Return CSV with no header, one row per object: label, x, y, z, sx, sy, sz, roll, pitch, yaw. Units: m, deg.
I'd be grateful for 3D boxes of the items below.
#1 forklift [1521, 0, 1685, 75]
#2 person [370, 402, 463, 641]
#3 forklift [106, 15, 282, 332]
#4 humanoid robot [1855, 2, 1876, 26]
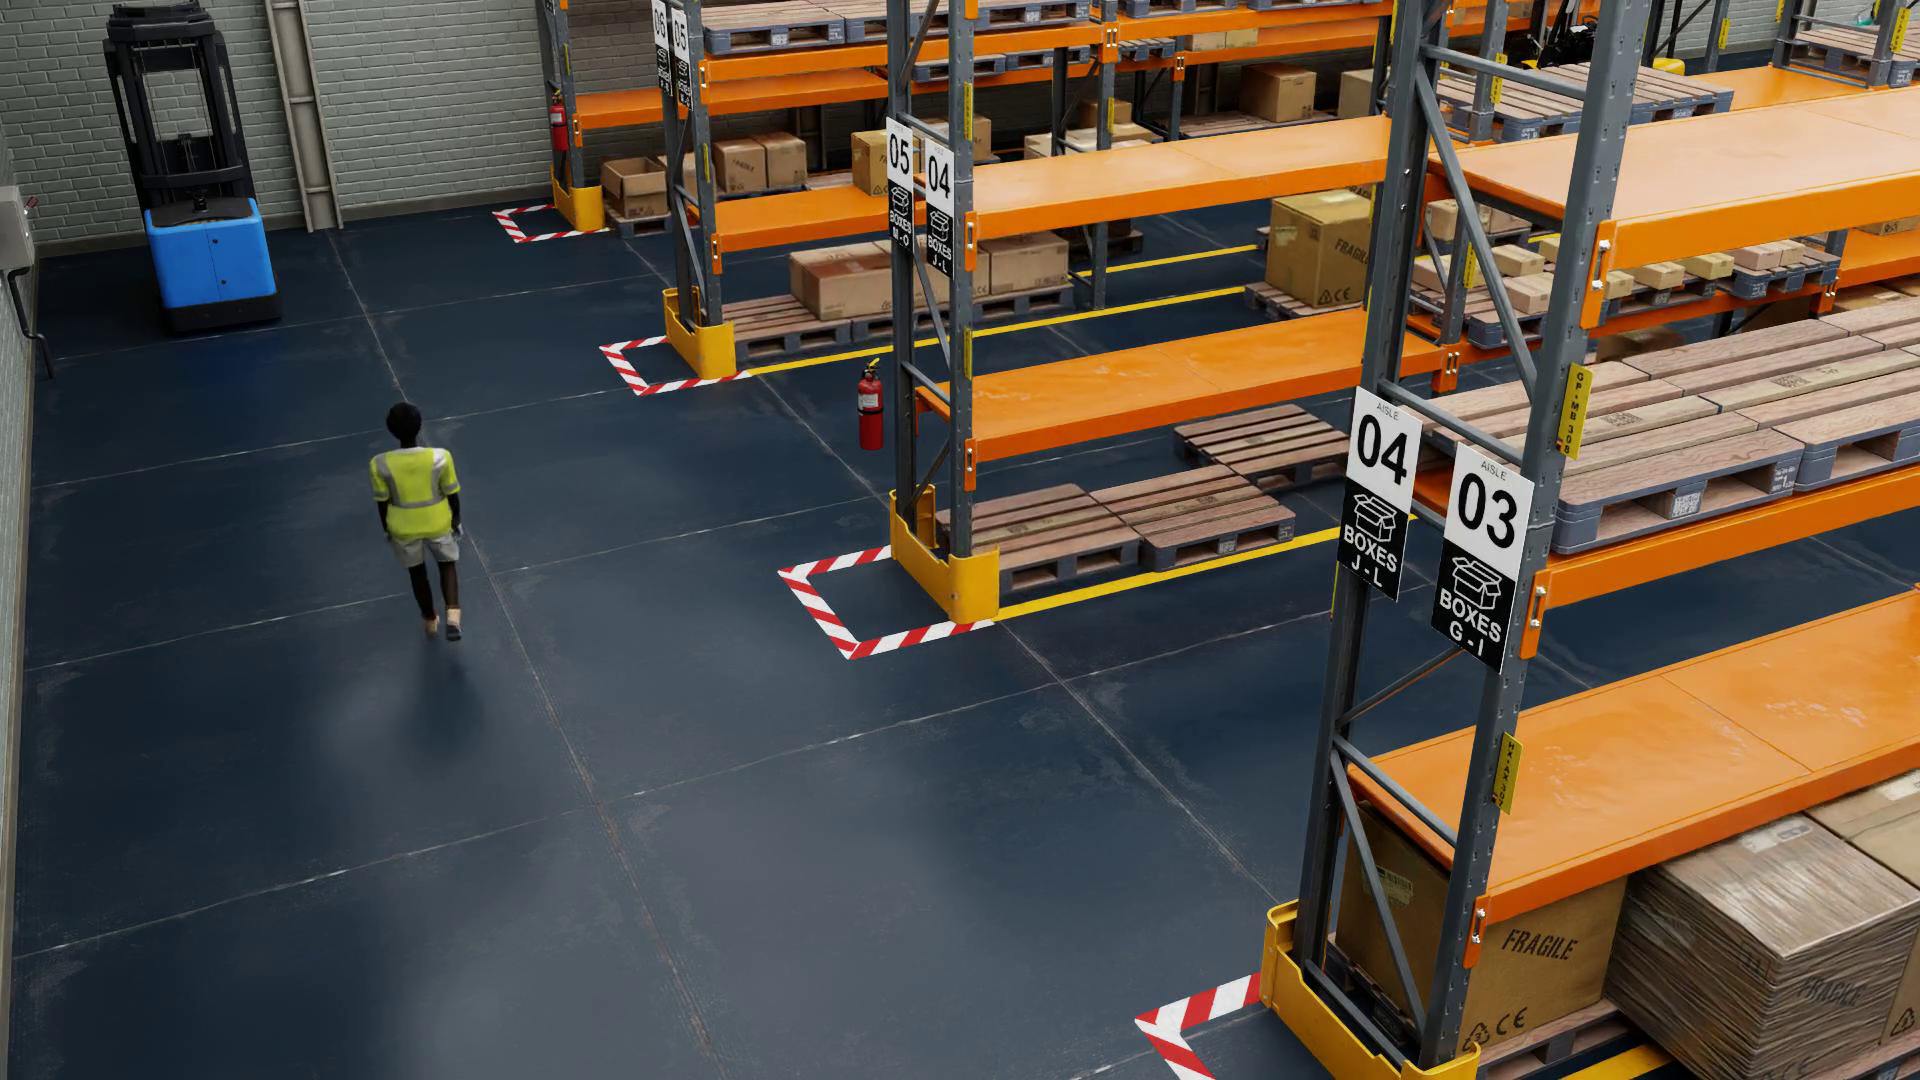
forklift,8.950,-6.807,23.056,1.214,2.155,2.313,-12,30,-22
person,-3.462,-0.075,10.706,0.538,1.683,0.527,-9,29,-16
forklift,-7.548,-3.672,16.323,1.129,2.768,1.873,-12,30,-22
humanoid robot,14.791,-8.540,26.931,0.531,1.827,0.816,-15,31,-27
